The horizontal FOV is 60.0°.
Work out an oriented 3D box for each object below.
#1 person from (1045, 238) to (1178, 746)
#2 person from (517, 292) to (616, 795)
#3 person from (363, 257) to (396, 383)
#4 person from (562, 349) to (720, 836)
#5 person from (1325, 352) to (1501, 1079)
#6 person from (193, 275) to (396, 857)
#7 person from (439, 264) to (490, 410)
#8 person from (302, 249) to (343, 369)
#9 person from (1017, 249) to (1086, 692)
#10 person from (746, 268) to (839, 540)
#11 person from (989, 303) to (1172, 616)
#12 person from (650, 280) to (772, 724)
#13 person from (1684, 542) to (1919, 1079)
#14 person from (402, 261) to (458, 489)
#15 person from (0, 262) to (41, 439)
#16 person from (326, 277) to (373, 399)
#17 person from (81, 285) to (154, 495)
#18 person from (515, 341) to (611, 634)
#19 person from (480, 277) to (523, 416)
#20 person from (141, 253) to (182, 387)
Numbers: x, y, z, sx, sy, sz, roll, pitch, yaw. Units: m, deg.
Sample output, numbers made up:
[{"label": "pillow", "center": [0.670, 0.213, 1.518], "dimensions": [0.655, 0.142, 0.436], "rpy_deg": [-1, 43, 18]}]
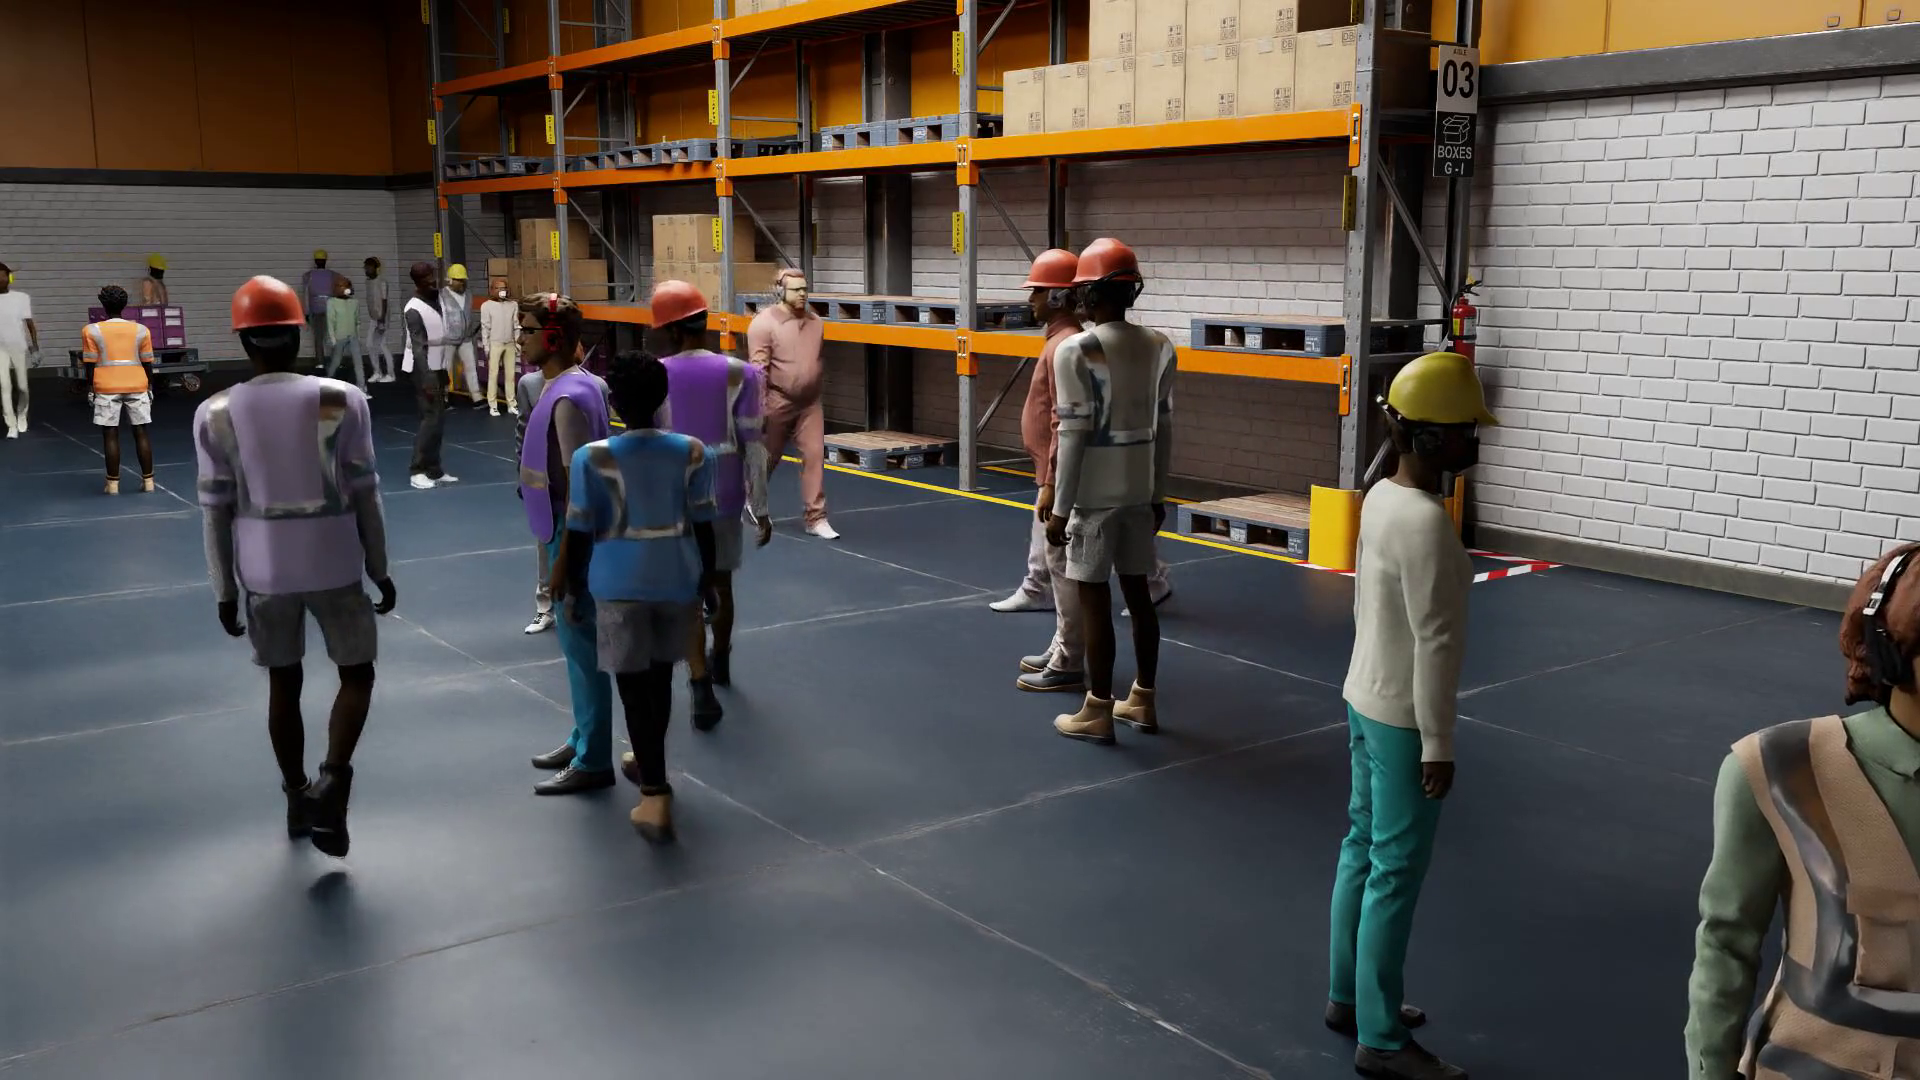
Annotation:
[{"label": "person", "center": [0.589, -0.194, 6.769], "dimensions": [0.615, 2.041, 0.392], "rpy_deg": [-8, 13, -37]}, {"label": "person", "center": [-1.431, 0.012, 6.164], "dimensions": [0.390, 1.848, 0.563], "rpy_deg": [-2, 10, -12]}, {"label": "person", "center": [-8.395, -3.173, 24.059], "dimensions": [0.550, 1.822, 0.551], "rpy_deg": [7, 12, 32]}, {"label": "person", "center": [-1.138, 0.159, 5.881], "dimensions": [0.545, 1.657, 0.791], "rpy_deg": [-7, 12, -34]}, {"label": "person", "center": [1.110, 0.428, 4.064], "dimensions": [0.325, 1.767, 0.533], "rpy_deg": [0, 10, -1]}, {"label": "person", "center": [-2.177, 0.098, 5.472], "dimensions": [0.591, 1.919, 0.721], "rpy_deg": [-2, 10, -11]}, {"label": "person", "center": [-6.054, -2.429, 20.072], "dimensions": [0.852, 1.775, 0.613], "rpy_deg": [7, 13, 36]}, {"label": "person", "center": [-10.248, -3.708, 26.776], "dimensions": [0.591, 1.926, 0.387], "rpy_deg": [-4, 11, -21]}, {"label": "person", "center": [0.447, -0.309, 7.549], "dimensions": [0.382, 1.995, 0.612], "rpy_deg": [1, 10, 7]}, {"label": "person", "center": [-1.223, -0.964, 11.611], "dimensions": [0.644, 1.864, 0.974], "rpy_deg": [-8, 13, -38]}, {"label": "person", "center": [0.690, -0.499, 8.990], "dimensions": [0.958, 1.869, 0.647], "rpy_deg": [-1, 10, -7]}, {"label": "person", "center": [-1.129, -0.186, 7.229], "dimensions": [0.560, 1.872, 1.011], "rpy_deg": [-2, 10, -12]}, {"label": "person", "center": [1.266, 0.805, 2.288], "dimensions": [0.522, 1.645, 0.306], "rpy_deg": [2, 10, 11]}, {"label": "person", "center": [-4.449, -1.370, 13.872], "dimensions": [0.363, 1.885, 0.660], "rpy_deg": [-1, 10, -3]}, {"label": "person", "center": [-9.995, -2.010, 17.524], "dimensions": [0.533, 1.838, 0.869], "rpy_deg": [-5, 11, -27]}, {"label": "person", "center": [-8.068, -2.642, 21.750], "dimensions": [0.846, 1.595, 0.516], "rpy_deg": [8, 13, 38]}, {"label": "person", "center": [-6.771, -1.206, 13.429], "dimensions": [0.530, 1.689, 0.322], "rpy_deg": [-9, 13, -41]}, {"label": "person", "center": [-2.053, -0.319, 8.613], "dimensions": [0.498, 1.634, 0.278], "rpy_deg": [1, 10, 4]}, {"label": "person", "center": [-5.396, -2.272, 19.592], "dimensions": [0.284, 1.626, 0.500], "rpy_deg": [10, 14, 43]}, {"label": "person", "center": [-11.262, -3.070, 23.308], "dimensions": [0.493, 1.883, 0.650], "rpy_deg": [-2, 10, -10]}]
